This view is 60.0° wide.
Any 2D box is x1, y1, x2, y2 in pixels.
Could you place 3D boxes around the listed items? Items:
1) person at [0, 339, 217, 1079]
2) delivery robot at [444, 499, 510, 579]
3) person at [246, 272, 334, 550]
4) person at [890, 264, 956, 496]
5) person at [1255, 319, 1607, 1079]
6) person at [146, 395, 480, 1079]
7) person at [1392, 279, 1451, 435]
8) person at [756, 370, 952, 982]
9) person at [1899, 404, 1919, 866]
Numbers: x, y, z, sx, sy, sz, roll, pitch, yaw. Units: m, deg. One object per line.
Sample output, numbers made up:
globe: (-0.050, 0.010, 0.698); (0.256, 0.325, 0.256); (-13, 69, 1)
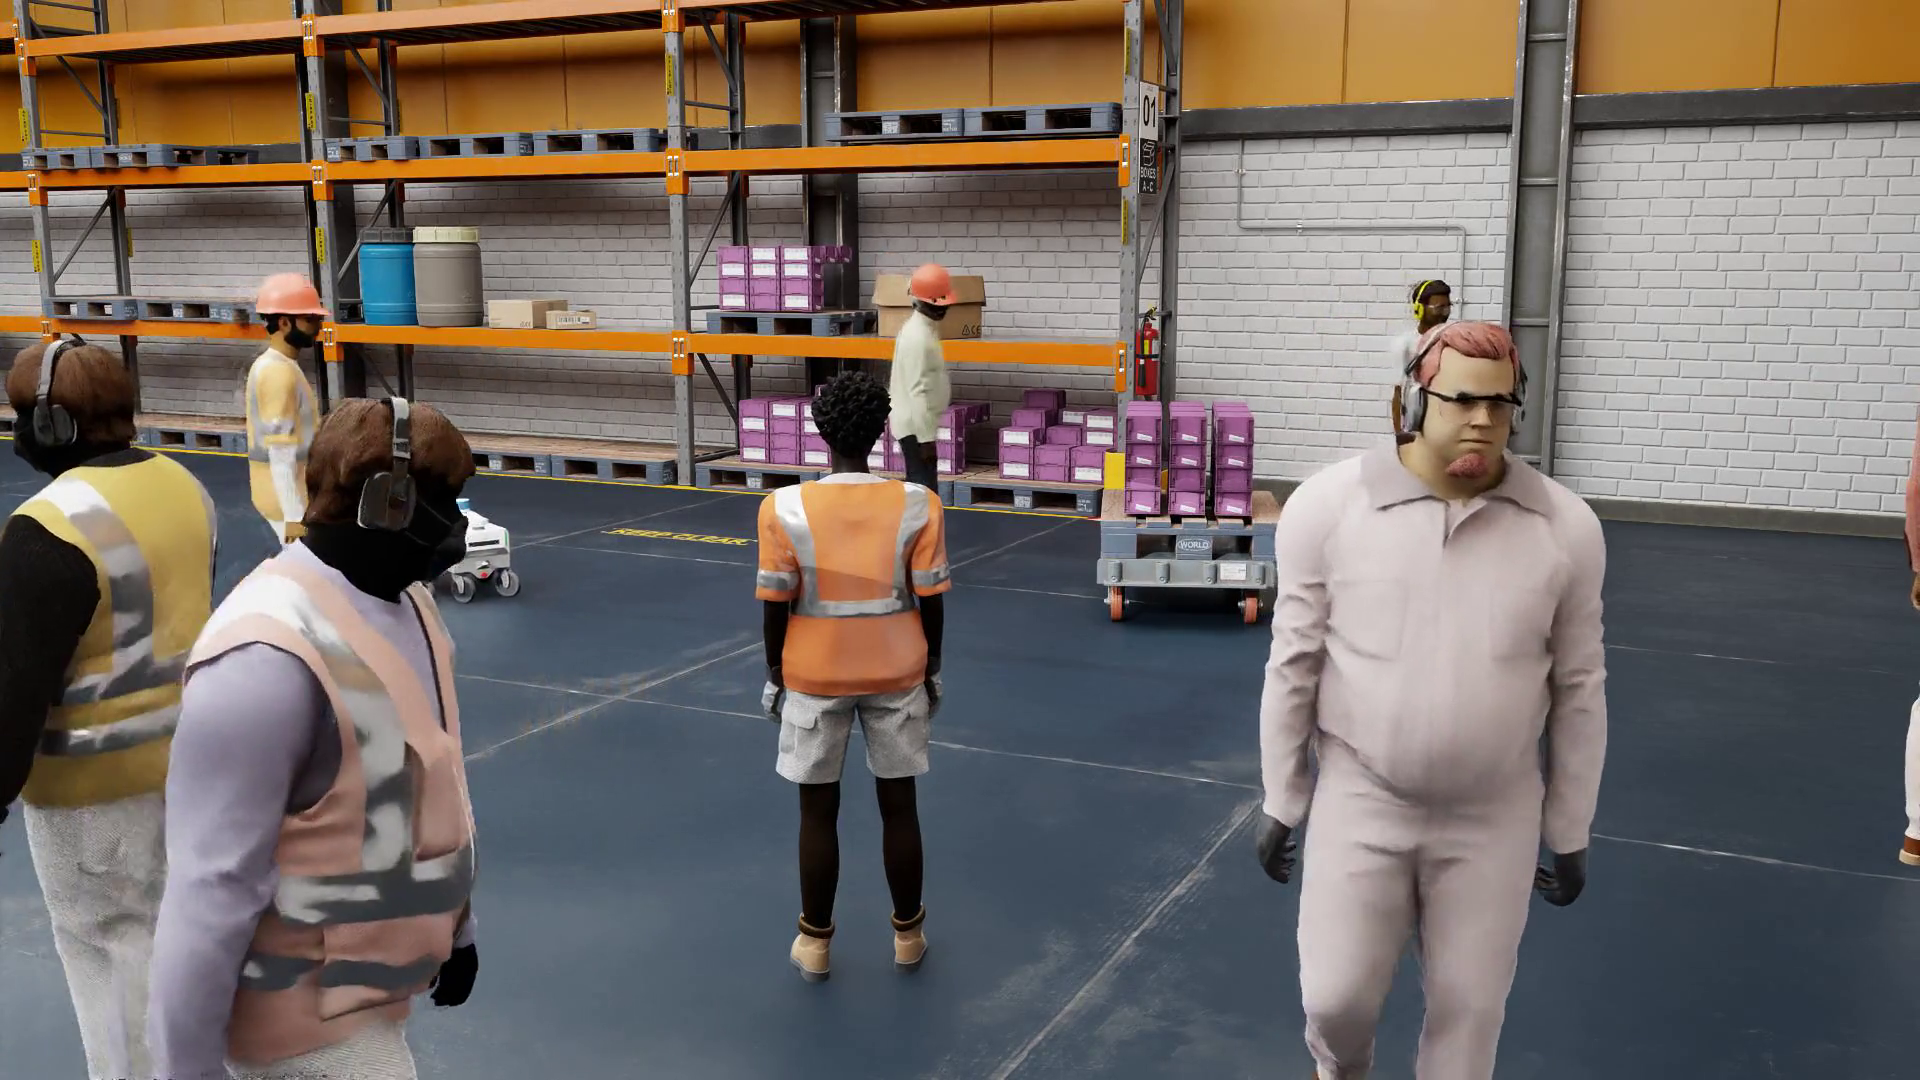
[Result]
person: (-1.841, 0.492, 3.579); (0.449, 1.837, 0.649); (0, 10, 1)
delivery robot: (-2.931, 0.001, 9.790); (0.477, 0.478, 0.707); (-7, 12, -37)
person: (-2.881, -0.171, 7.114); (0.525, 1.927, 0.560); (-4, 11, -20)
person: (-0.224, -0.656, 9.864); (0.413, 1.939, 0.835); (0, 10, 0)
person: (0.927, 0.510, 3.312); (0.672, 1.893, 0.517); (1, 10, 7)
person: (-0.980, 0.683, 2.578); (0.630, 1.802, 0.644); (-1, 10, -5)
person: (2.741, -0.589, 9.719); (0.568, 1.850, 0.488); (-6, 12, -31)
person: (-0.293, 0.383, 4.605); (0.541, 1.696, 0.315); (-2, 10, -11)
person: (3.315, 0.114, 5.298); (0.391, 1.991, 0.612); (-4, 11, -22)
